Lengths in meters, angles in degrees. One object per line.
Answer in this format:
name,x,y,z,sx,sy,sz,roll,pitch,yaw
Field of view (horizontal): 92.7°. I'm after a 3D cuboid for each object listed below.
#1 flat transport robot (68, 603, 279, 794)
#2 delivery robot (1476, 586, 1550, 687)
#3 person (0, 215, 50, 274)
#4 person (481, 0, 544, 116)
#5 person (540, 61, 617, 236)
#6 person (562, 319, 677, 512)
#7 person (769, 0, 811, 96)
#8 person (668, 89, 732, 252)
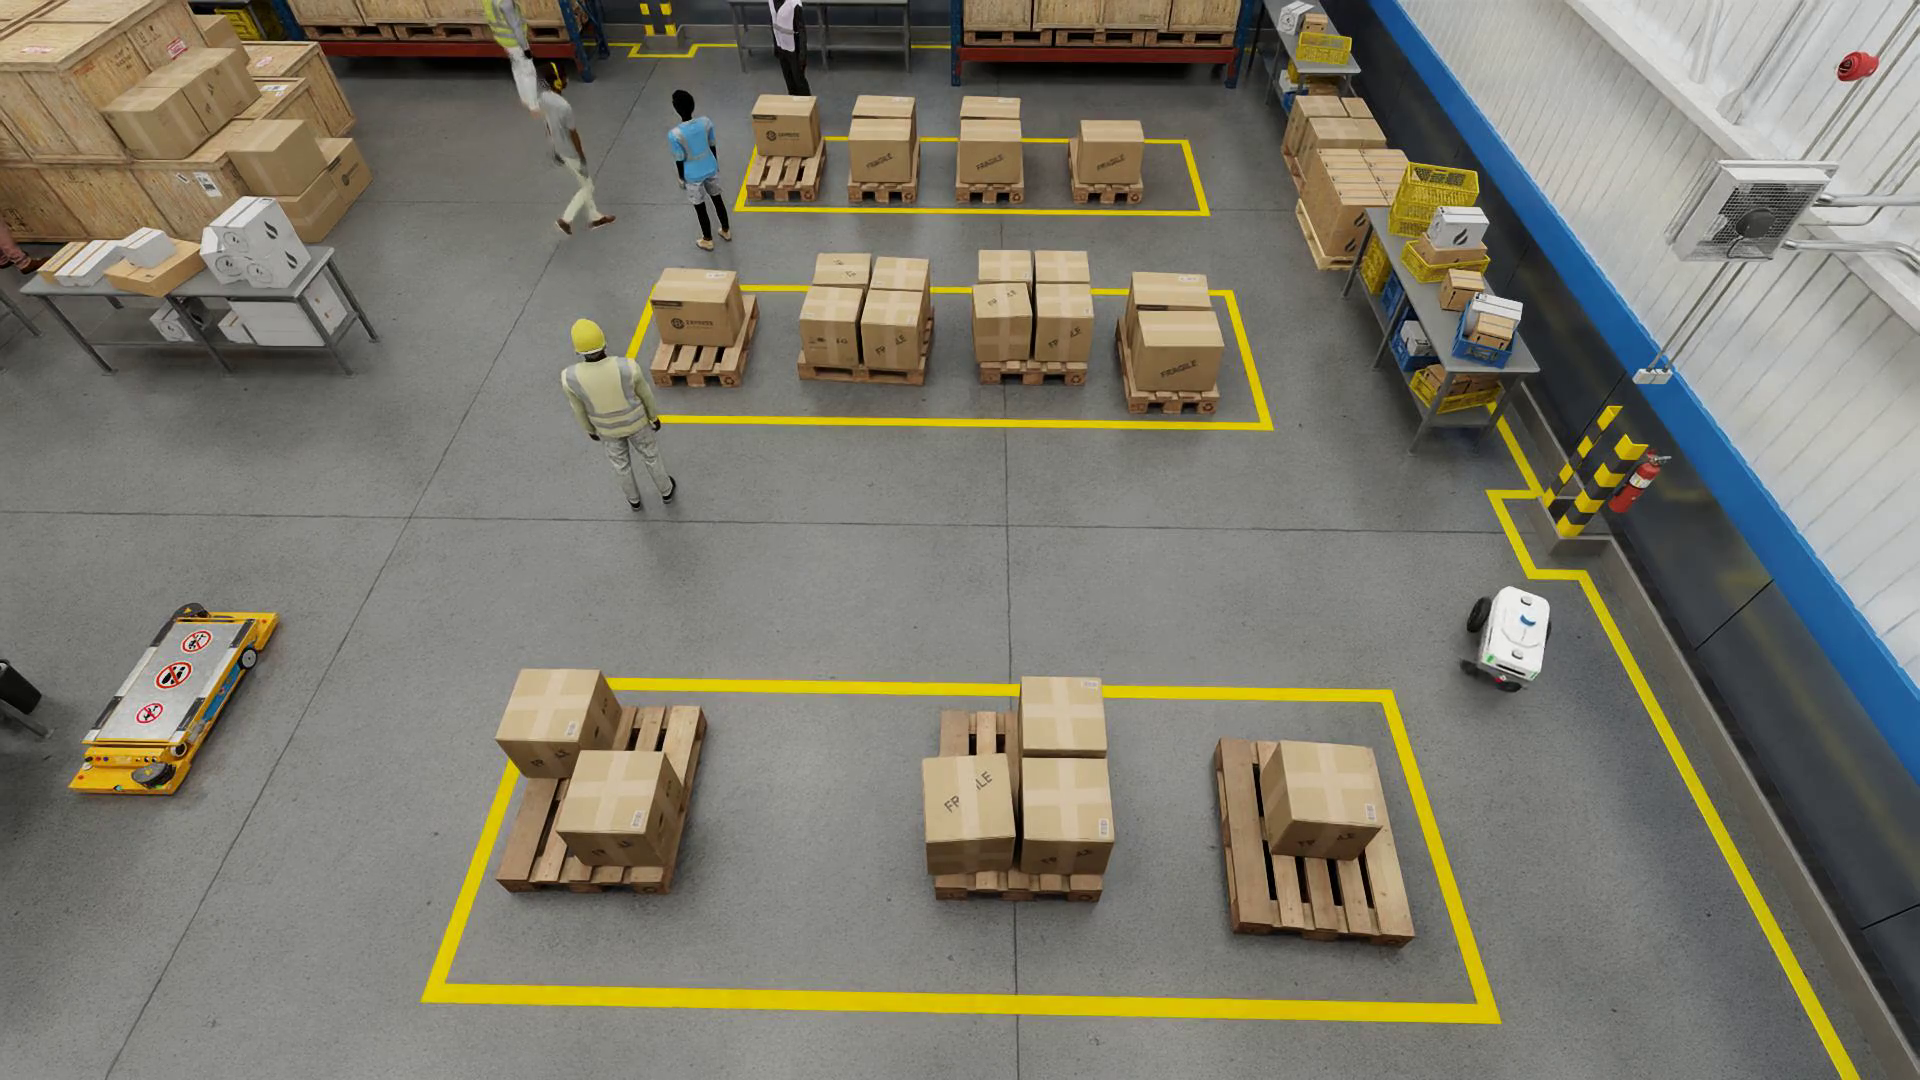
flat transport robot,-5.504,1.072,6.442,0.652,0.197,1.431,1,50,1
delivery robot,3.956,0.681,6.529,0.477,0.478,0.707,22,53,18
person,-10.260,-3.656,9.388,0.645,1.899,0.396,13,51,11
person,-5.747,-6.442,11.800,0.649,1.819,0.431,37,59,27
person,-4.239,-4.122,9.822,0.562,1.837,0.679,34,58,25
person,-2.639,-0.948,7.132,0.589,1.837,0.404,-13,51,-11
person,-2.120,-6.156,11.489,0.371,1.913,0.597,-37,59,-27
person,-2.764,-3.901,9.720,0.318,1.700,0.535,35,58,26
